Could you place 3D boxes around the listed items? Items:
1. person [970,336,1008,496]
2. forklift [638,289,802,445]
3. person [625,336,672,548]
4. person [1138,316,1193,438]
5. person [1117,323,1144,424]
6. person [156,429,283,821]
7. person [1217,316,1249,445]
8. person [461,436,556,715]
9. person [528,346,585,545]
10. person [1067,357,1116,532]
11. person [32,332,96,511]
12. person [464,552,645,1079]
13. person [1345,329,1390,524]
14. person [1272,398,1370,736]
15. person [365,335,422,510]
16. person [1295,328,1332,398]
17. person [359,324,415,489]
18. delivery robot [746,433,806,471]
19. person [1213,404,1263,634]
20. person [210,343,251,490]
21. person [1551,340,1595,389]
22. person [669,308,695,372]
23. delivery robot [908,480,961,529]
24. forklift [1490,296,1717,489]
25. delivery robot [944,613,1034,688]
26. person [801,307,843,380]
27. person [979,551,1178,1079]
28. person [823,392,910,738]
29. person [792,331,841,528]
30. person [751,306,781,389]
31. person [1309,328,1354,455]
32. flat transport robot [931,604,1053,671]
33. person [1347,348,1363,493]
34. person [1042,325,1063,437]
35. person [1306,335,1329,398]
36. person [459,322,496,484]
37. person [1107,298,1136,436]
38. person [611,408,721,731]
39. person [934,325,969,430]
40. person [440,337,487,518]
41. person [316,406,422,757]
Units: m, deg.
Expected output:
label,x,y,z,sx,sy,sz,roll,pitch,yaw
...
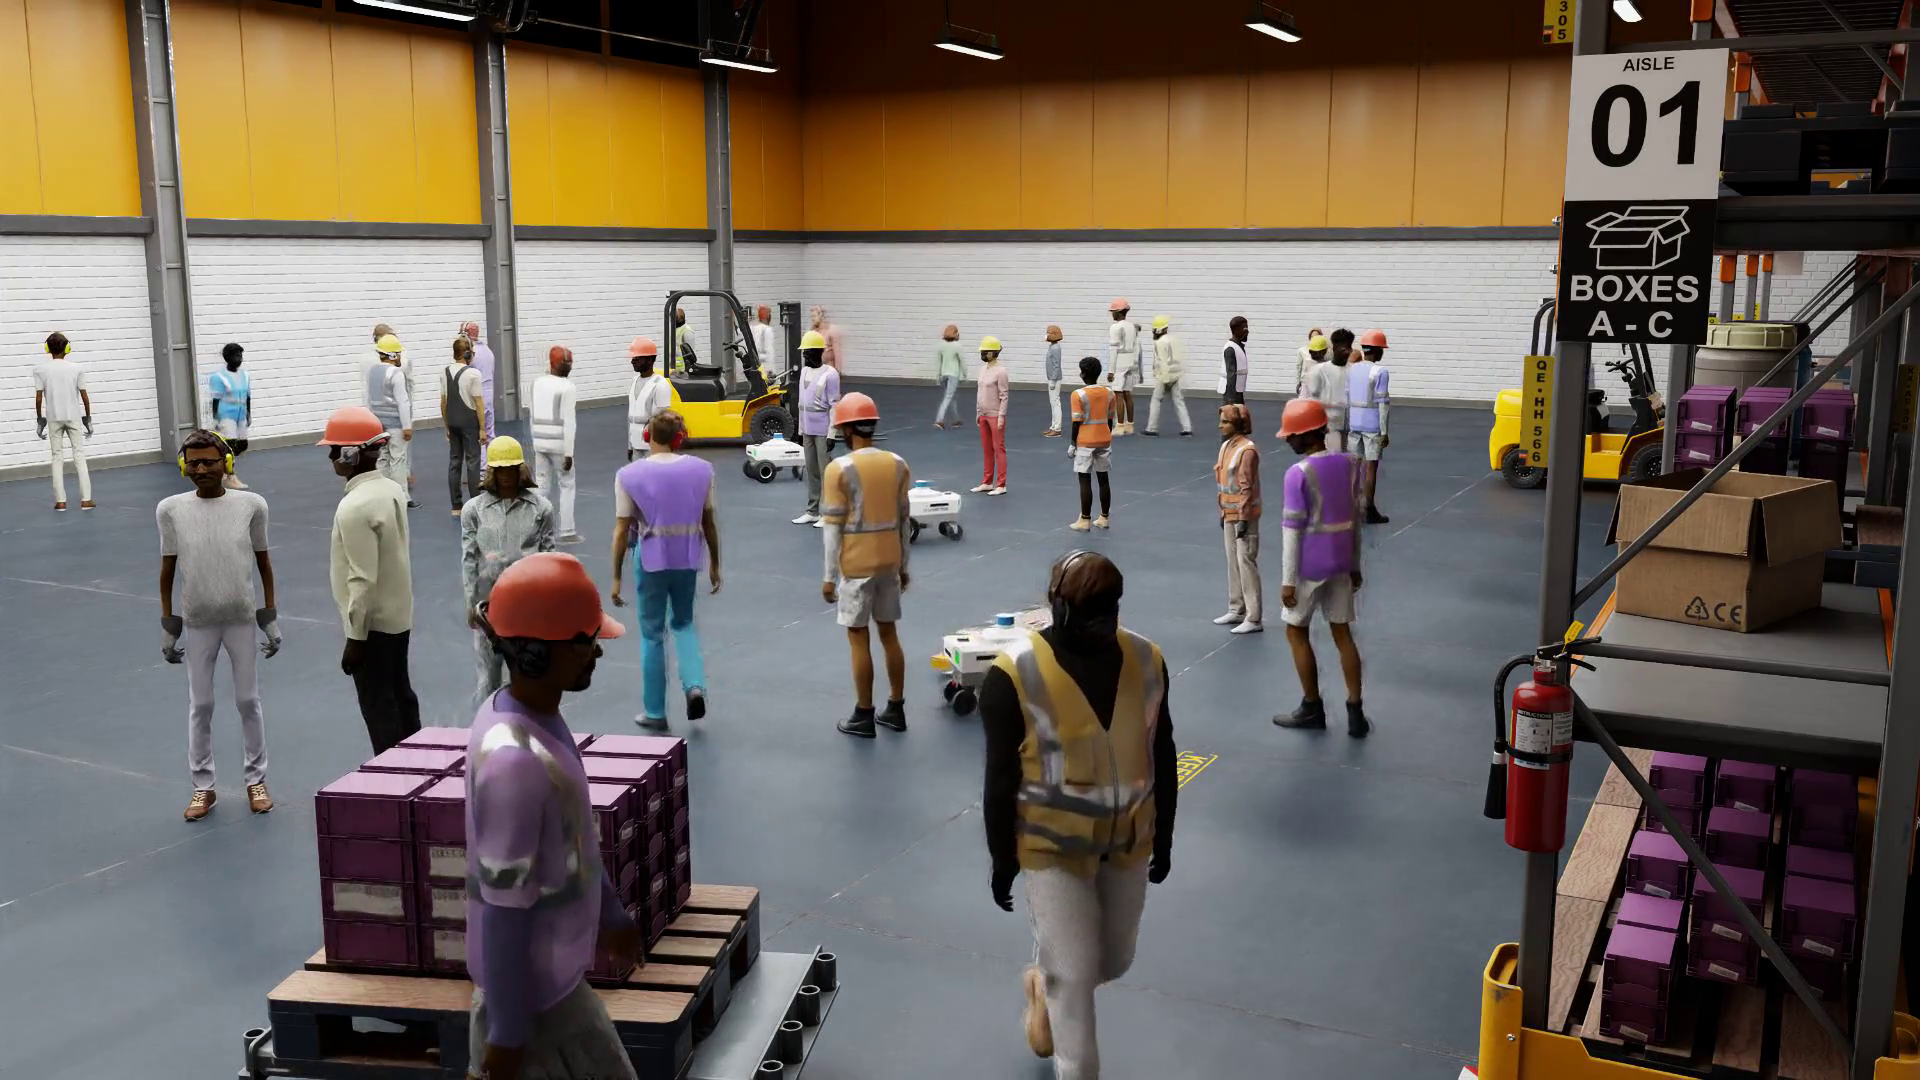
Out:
label,x,y,z,sx,sy,sz,roll,pitch,yaw
person,0.341,-1.380,18.518,0.313,1.769,0.523,-6,12,-32
forklift,-3.358,-2.392,23.136,2.313,2.155,1.214,-1,10,-5
person,-2.836,-0.868,15.052,0.545,1.939,0.354,9,13,42
person,3.054,-2.364,24.231,0.793,1.775,0.611,6,11,29
person,2.621,-2.508,25.449,0.532,1.611,0.617,-8,13,-39
person,-3.525,0.397,7.927,0.538,1.869,0.313,-4,10,-21
person,3.364,-1.782,20.401,0.392,1.919,0.591,3,10,18
person,-2.352,0.322,8.723,0.484,1.745,0.297,-4,10,-20
person,-3.749,-0.835,15.148,0.596,1.857,0.703,5,11,28
person,1.270,-0.926,16.086,0.532,1.696,0.319,-7,12,-35
person,-9.363,-1.235,17.380,0.535,1.868,0.309,-5,11,-25
person,-0.972,1.005,4.072,1.052,1.987,0.611,-3,10,-16
person,4.078,-1.133,16.596,0.377,1.932,0.551,-7,12,-34
person,2.070,0.153,9.317,0.587,1.892,0.605,-6,12,-33
person,-5.944,-1.227,17.433,0.588,1.835,0.404,7,12,37
person,4.990,-2.178,23.498,0.511,1.641,0.307,1,10,5
person,-6.457,-1.498,18.811,0.646,1.892,0.731,-6,12,-33
delivery robot,-2.153,-1.024,19.682,0.707,0.478,0.477,-4,11,-24
person,1.980,-0.158,11.849,0.320,1.631,0.513,-2,10,-13
person,-8.351,-1.413,18.951,0.519,1.674,0.562,4,11,22
person,8.058,-2.026,21.934,1.042,1.886,0.650,-4,10,-21
person,-4.336,-2.663,25.745,0.429,1.837,0.621,-6,12,-32
delivery robot,-0.357,-0.315,15.557,0.707,0.478,0.477,-3,9,-18
forklift,7.296,-1.677,18.993,2.313,2.155,1.214,5,11,27
delivery robot,0.268,0.678,9.831,0.707,0.478,0.477,-2,10,-12
person,-2.143,-2.597,25.266,0.655,1.869,0.756,8,13,38
person,0.355,0.912,5.124,0.633,1.820,0.793,-4,11,-23
person,-0.543,0.134,9.322,0.551,1.918,0.441,-8,13,-39
person,-1.410,-1.085,16.340,0.369,1.928,0.585,-9,13,-41
person,-3.000,-2.686,25.788,0.491,1.864,0.577,-9,13,-41
person,3.812,-1.166,16.787,0.621,1.939,0.821,-3,10,-17
flat transport robot,0.485,0.661,11.024,0.652,0.197,1.431,7,12,34
person,4.357,-1.329,18.632,0.493,1.624,0.281,8,12,37
person,1.364,-2.337,24.430,0.280,1.636,0.501,-1,10,-3
person,4.197,-1.510,19.325,0.446,1.749,0.552,-3,10,-17
person,-5.664,-1.598,19.438,0.415,1.894,0.657,2,10,12
person,2.351,-2.540,24.480,0.418,2.036,0.601,6,12,33
person,-1.656,0.175,9.344,0.672,1.819,0.439,-6,11,-30
person,-0.168,-2.493,25.448,0.492,1.597,0.845,8,13,40
person,-5.016,-1.128,16.847,0.506,1.838,0.349,4,11,23
person,-2.721,0.377,7.680,0.396,1.993,0.617,0,10,-1
